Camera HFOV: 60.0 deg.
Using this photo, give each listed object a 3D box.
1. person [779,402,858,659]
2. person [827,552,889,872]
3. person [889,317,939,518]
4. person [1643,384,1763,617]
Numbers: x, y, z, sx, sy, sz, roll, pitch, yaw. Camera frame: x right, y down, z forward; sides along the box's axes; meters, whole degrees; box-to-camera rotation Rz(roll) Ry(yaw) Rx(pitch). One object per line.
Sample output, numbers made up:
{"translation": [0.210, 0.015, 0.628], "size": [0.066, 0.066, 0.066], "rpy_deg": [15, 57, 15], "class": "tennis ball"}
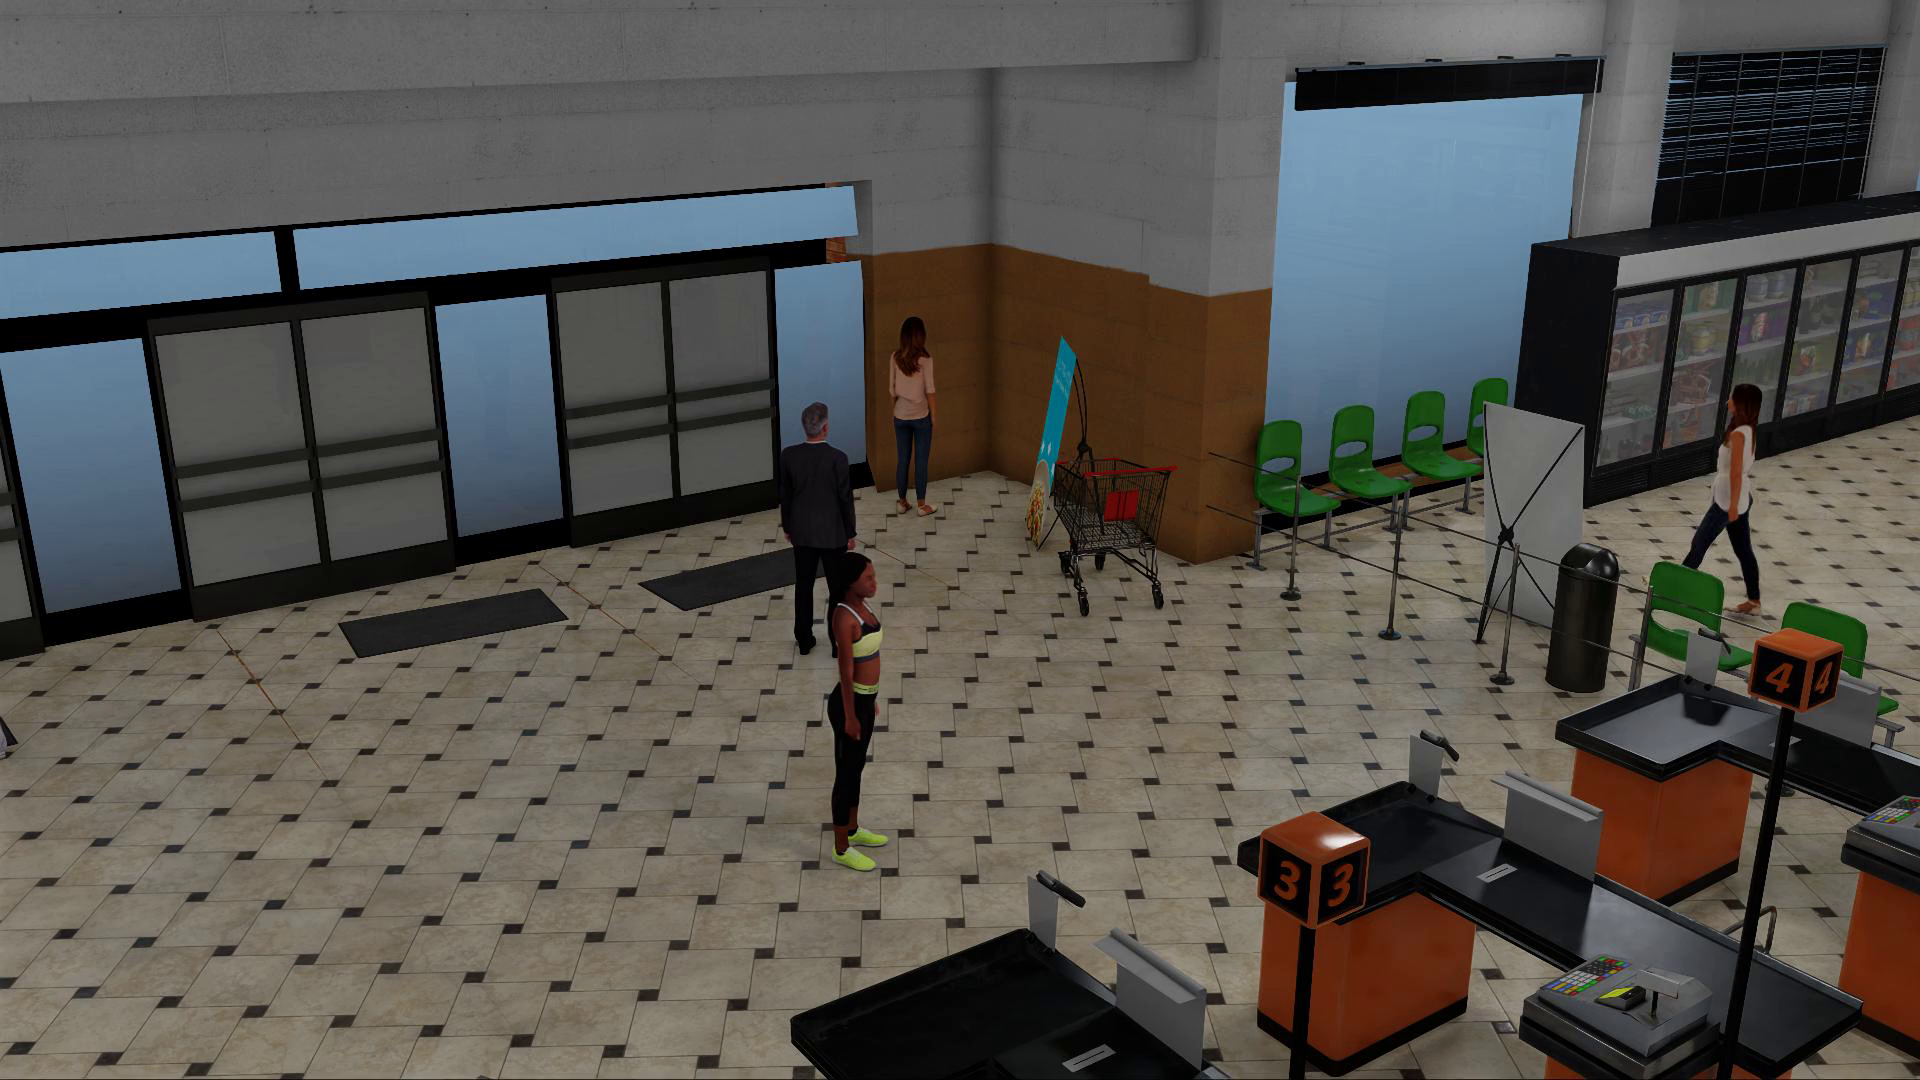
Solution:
{"translation": [-0.983, -0.073, 11.676], "size": [0.777, 1.842, 0.870], "rpy_deg": [6, 19, 16], "class": "person"}
{"translation": [-0.582, 0.898, 8.933], "size": [0.690, 1.754, 0.637], "rpy_deg": [4, 19, 12], "class": "person"}
{"translation": [-0.423, -1.099, 14.796], "size": [0.619, 1.792, 0.732], "rpy_deg": [9, 20, 24], "class": "person"}
{"translation": [5.832, -0.254, 12.362], "size": [1.160, 1.745, 0.865], "rpy_deg": [13, 22, 33], "class": "person"}
